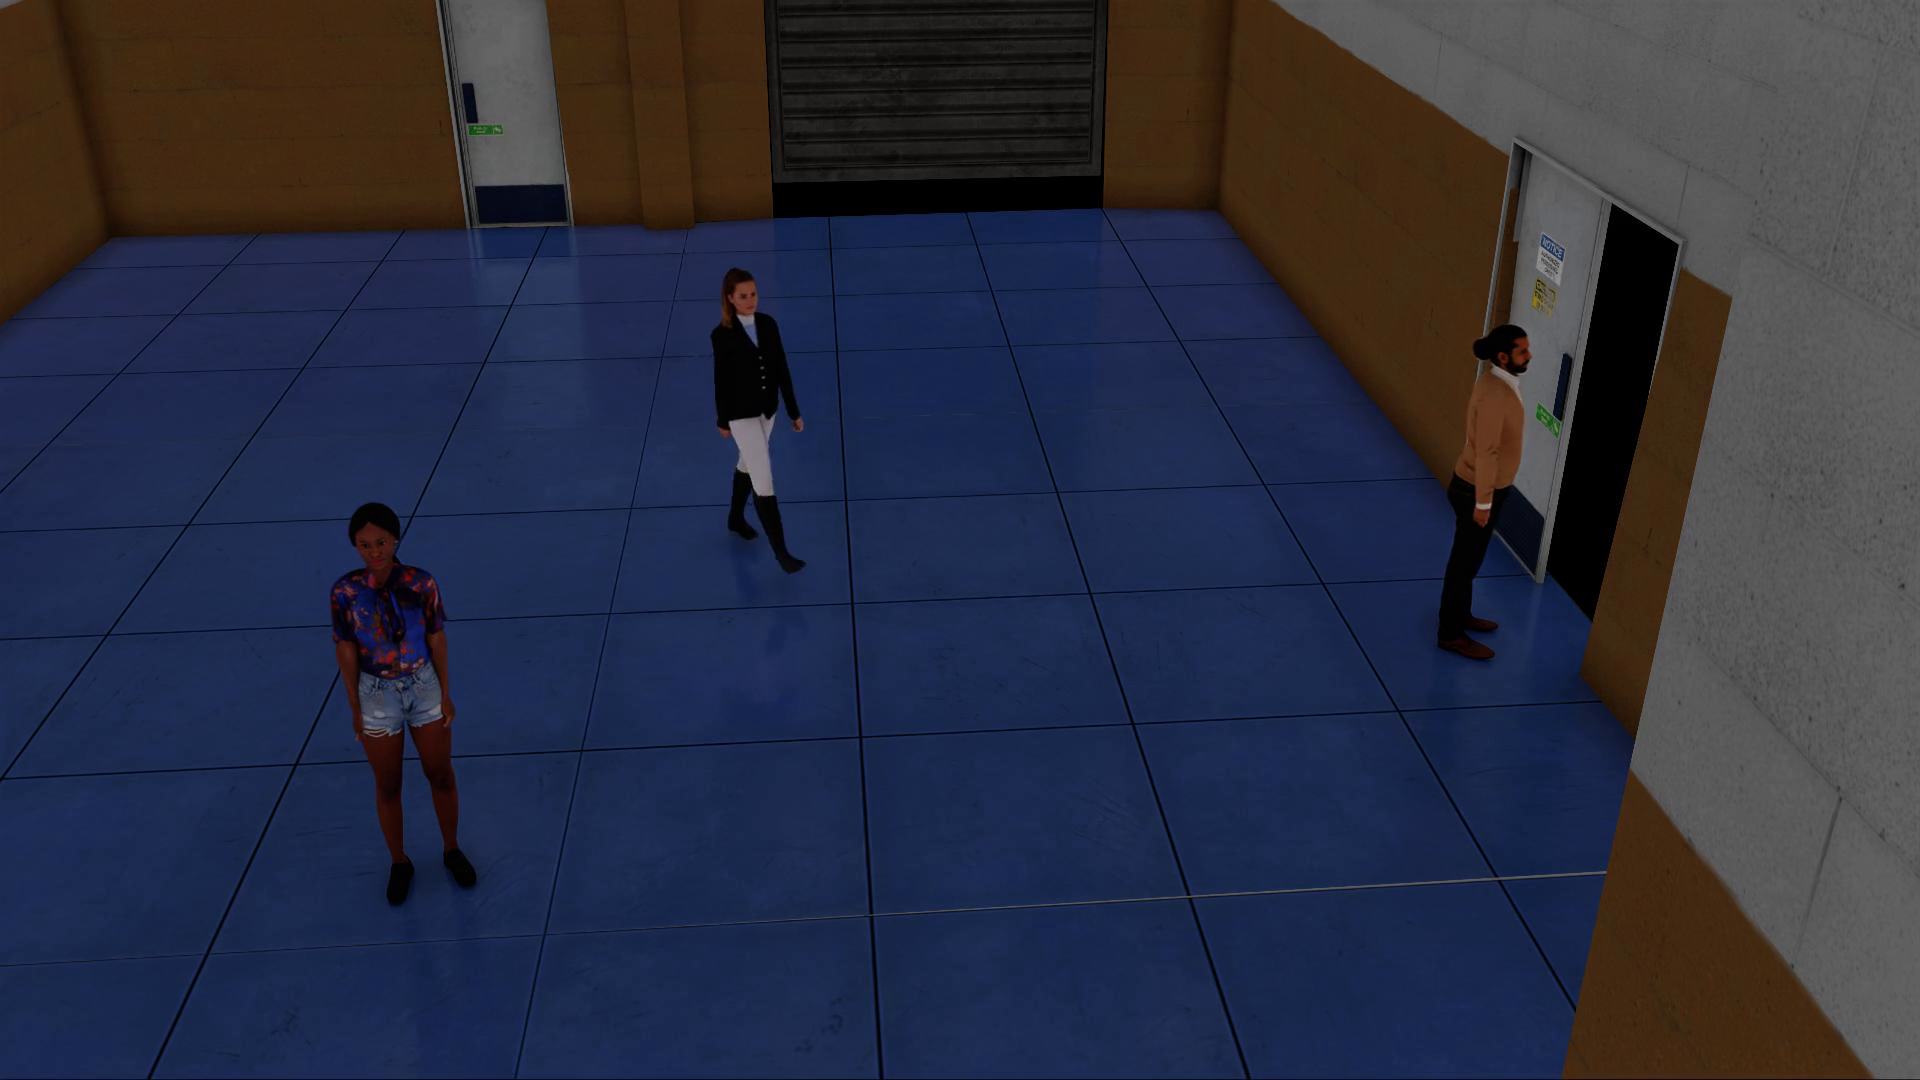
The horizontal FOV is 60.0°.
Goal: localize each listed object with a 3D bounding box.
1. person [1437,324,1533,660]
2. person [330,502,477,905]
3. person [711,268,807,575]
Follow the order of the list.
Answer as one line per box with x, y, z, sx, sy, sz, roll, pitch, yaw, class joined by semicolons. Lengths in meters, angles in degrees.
2.669;-0.268;8.506;0.747;1.754;0.746;10;29;19;person
-2.250;0.655;6.706;0.560;1.742;0.707;-11;29;-21;person
-1.213;-0.689;9.410;1.135;1.678;1.074;-21;34;-36;person
